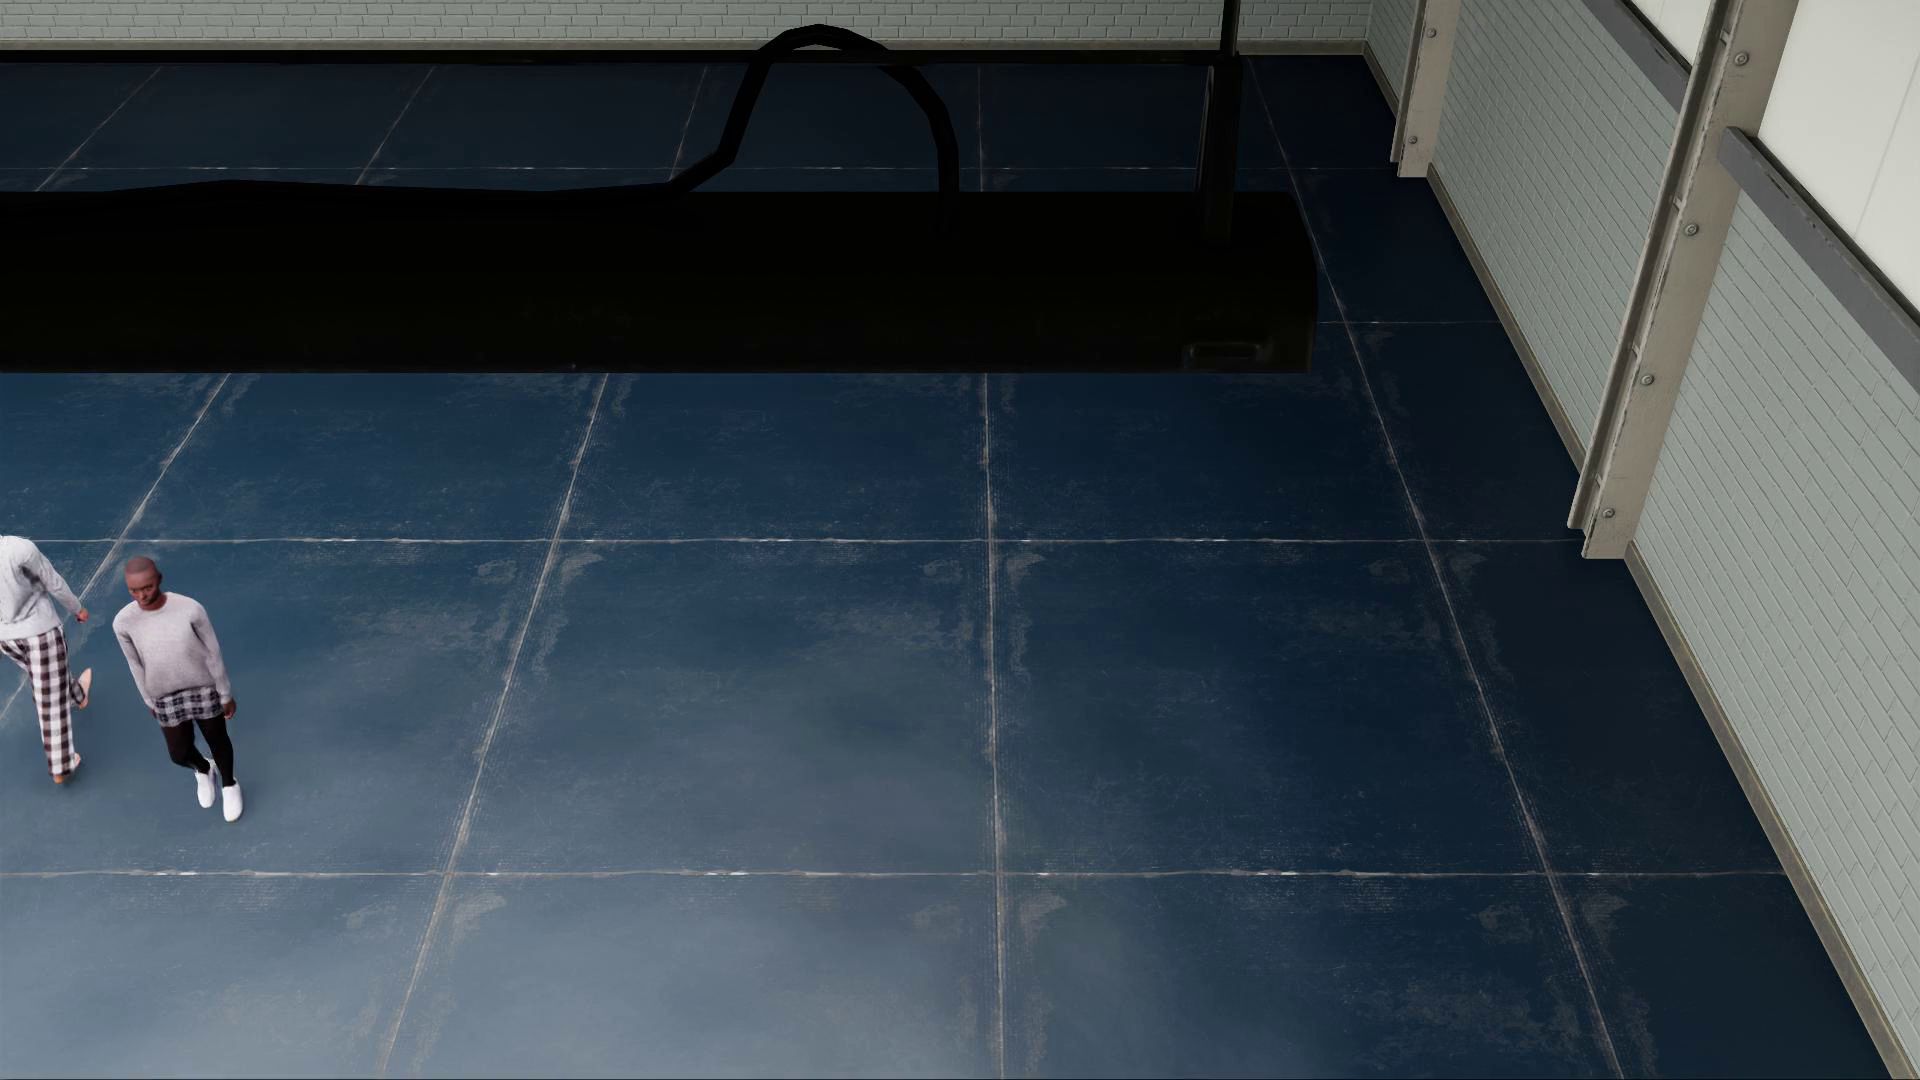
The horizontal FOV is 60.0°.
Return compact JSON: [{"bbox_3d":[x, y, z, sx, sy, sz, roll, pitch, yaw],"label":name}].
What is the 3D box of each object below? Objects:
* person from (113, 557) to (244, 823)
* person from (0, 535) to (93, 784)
[{"bbox_3d":[-4.172,0.752,9.000,0.719,1.762,0.750,-12,39,-16],"label":"person"},{"bbox_3d":[-5.180,0.571,9.198,0.635,1.811,1.092,0,37,-1],"label":"person"}]
